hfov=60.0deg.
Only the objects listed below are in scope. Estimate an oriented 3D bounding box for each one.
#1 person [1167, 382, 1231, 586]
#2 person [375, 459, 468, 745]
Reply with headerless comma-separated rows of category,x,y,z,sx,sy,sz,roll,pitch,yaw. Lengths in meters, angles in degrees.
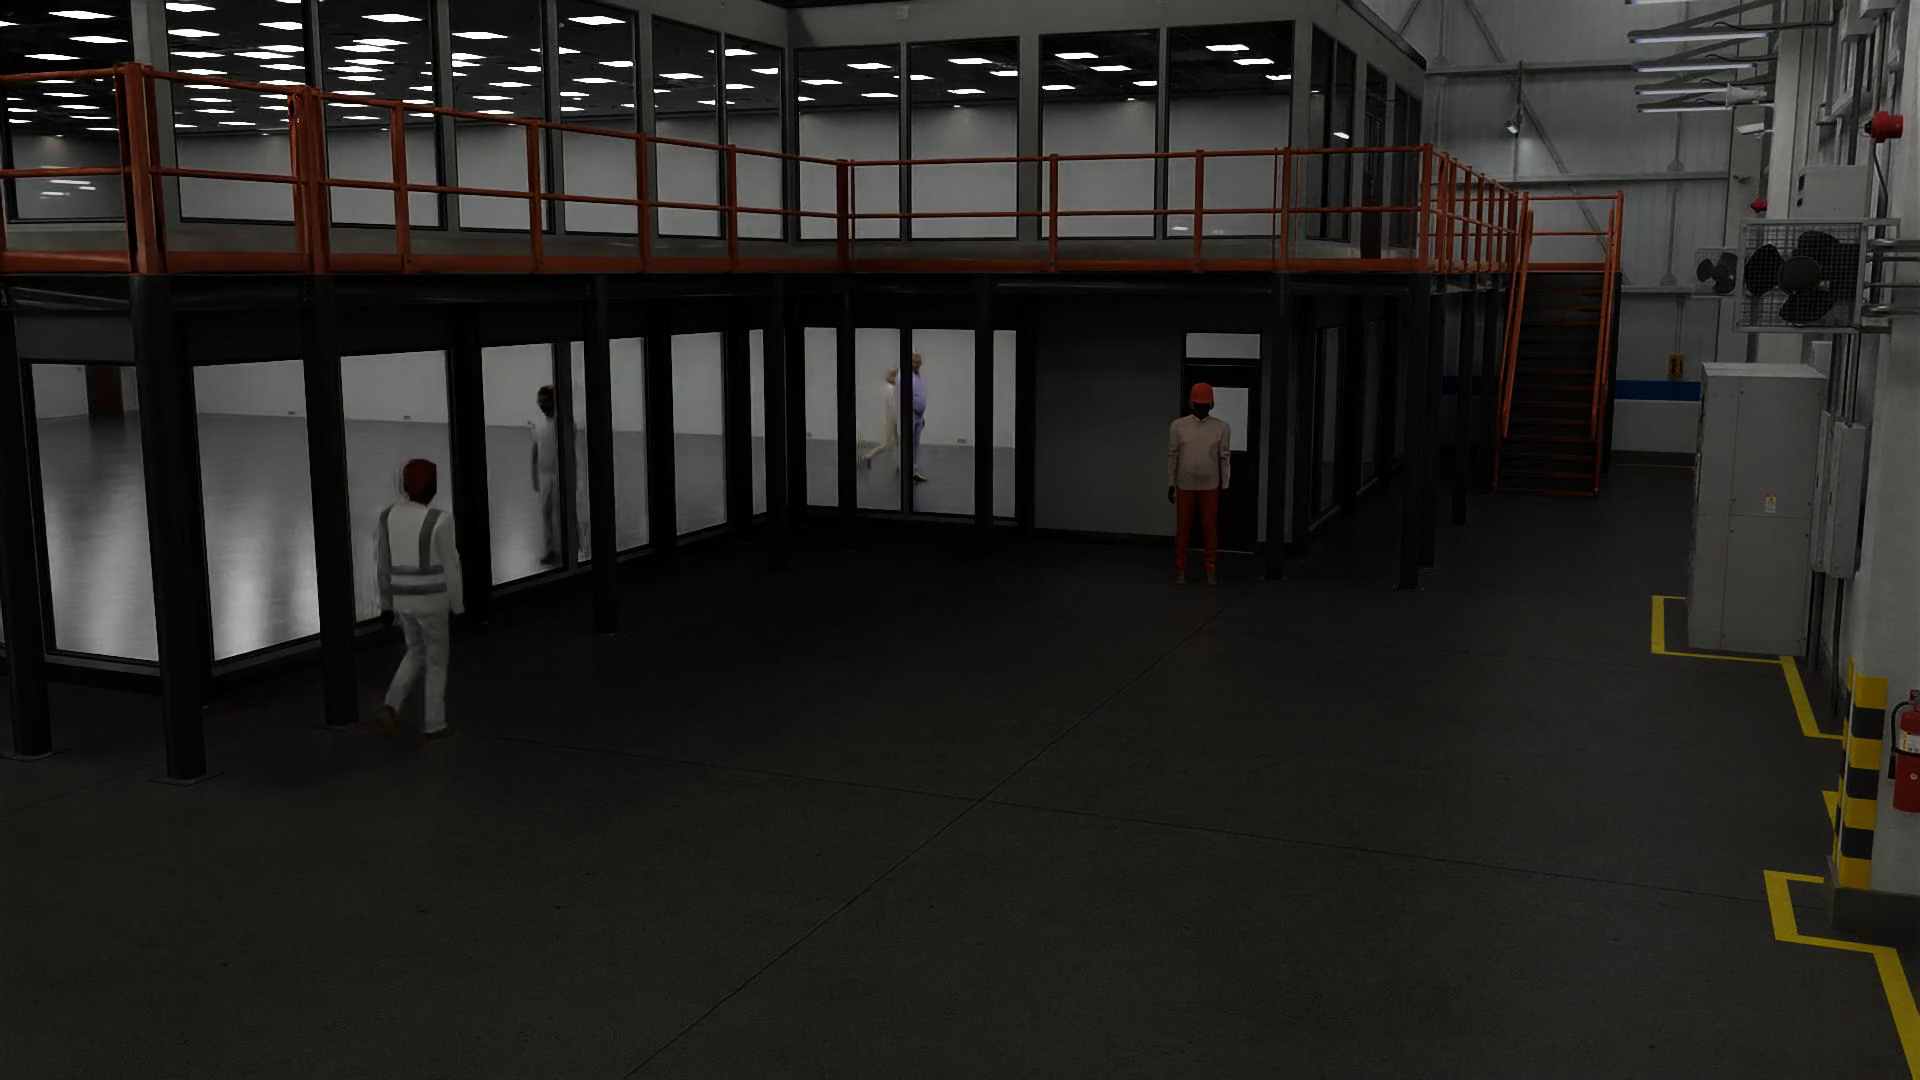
person,2.318,-0.539,16.157,0.612,1.986,0.406,1,9,7
person,-3.466,0.416,10.619,0.573,1.868,0.498,4,10,23
